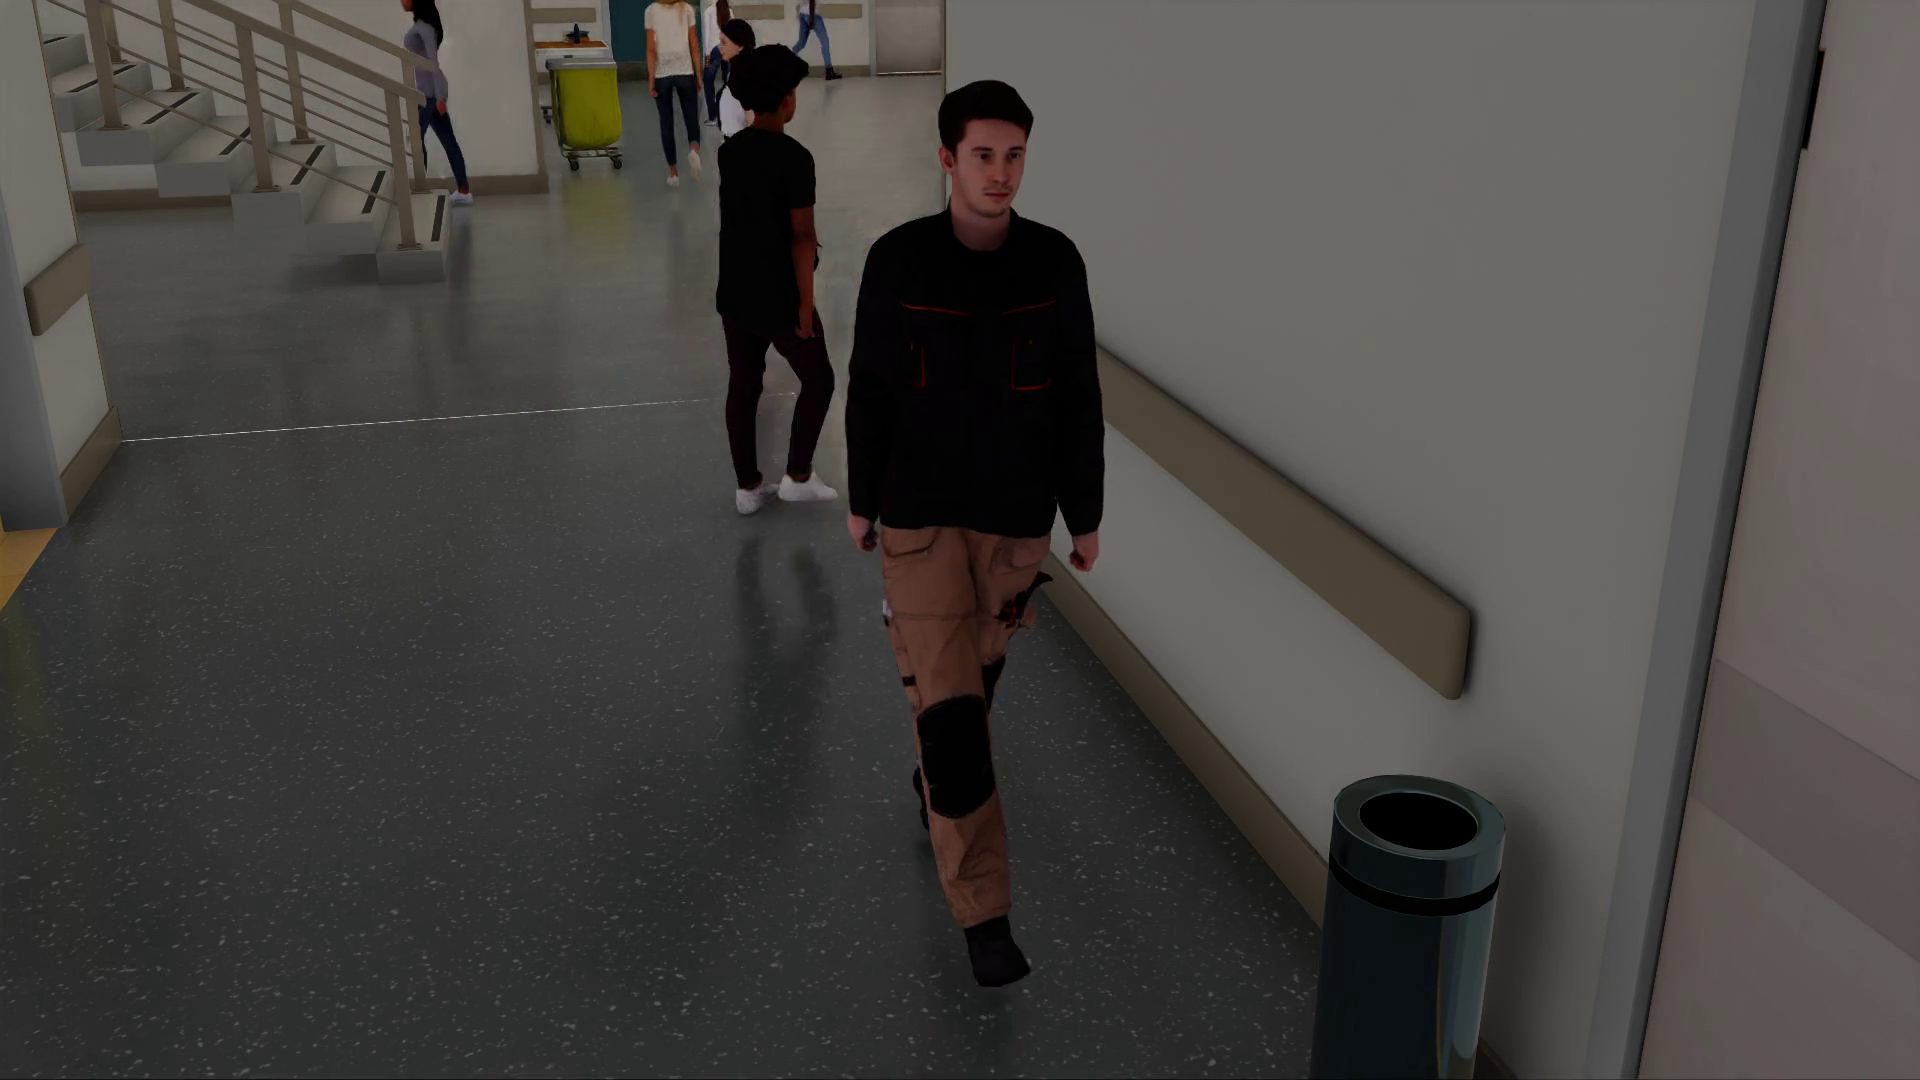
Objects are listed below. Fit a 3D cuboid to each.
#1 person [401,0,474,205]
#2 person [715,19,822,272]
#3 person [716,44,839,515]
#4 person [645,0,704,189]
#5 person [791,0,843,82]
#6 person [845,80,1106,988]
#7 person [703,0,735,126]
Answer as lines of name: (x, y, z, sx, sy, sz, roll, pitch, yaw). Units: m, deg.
person: (-4.047, -3.491, 13.079, 0.824, 1.718, 0.630, -6, 22, -16)
person: (-1.187, -2.203, 9.793, 0.927, 1.637, 0.672, -10, 23, -24)
person: (-0.781, -0.936, 6.268, 0.754, 1.764, 0.814, 11, 23, 27)
person: (-2.362, -3.794, 13.784, 0.893, 1.786, 0.665, -5, 21, -13)
person: (-2.107, -7.033, 22.485, 1.215, 1.680, 0.768, -10, 23, -26)
person: (0.003, -0.045, 3.778, 1.188, 1.862, 0.763, -5, 21, -13)
person: (-2.525, -5.173, 17.778, 0.698, 1.536, 0.713, -13, 24, -30)
